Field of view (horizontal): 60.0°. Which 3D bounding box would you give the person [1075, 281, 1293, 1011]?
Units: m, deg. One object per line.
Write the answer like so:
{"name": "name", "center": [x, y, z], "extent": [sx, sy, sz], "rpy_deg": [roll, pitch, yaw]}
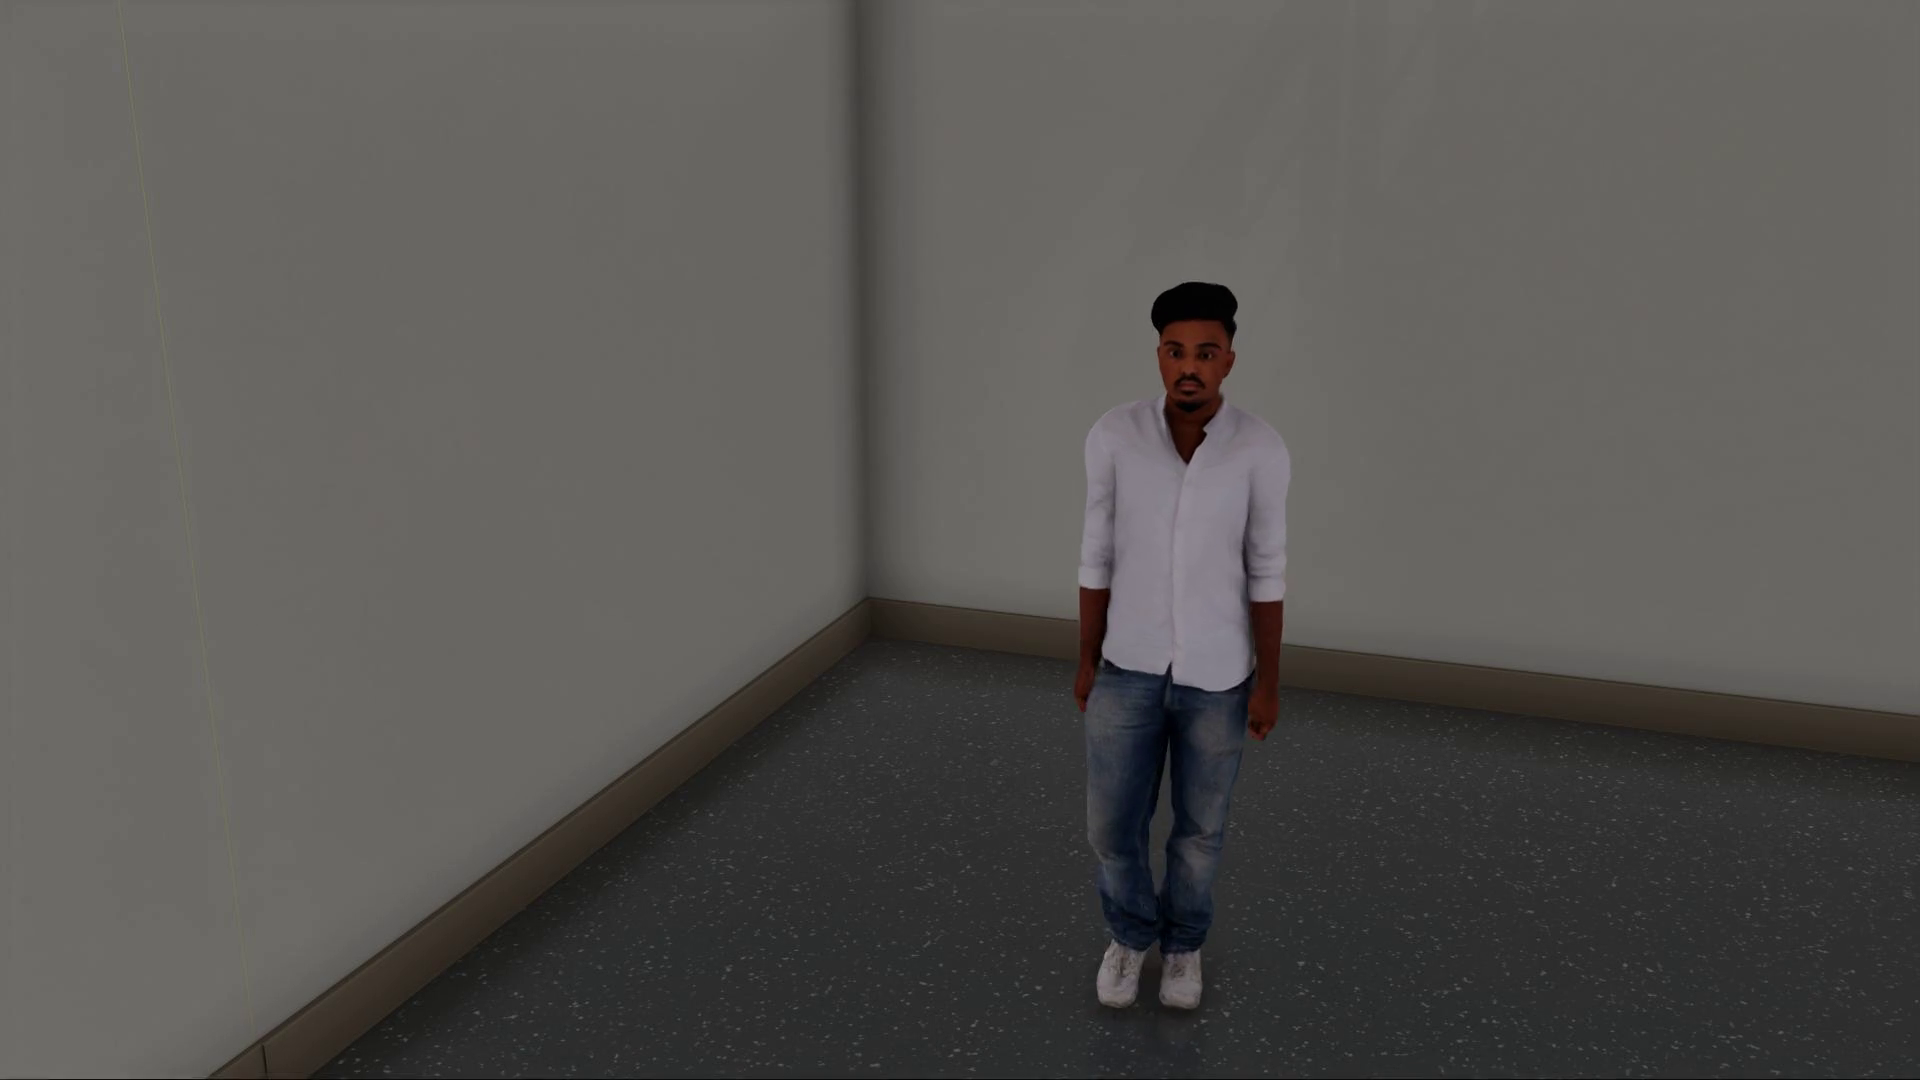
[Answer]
{"name": "person", "center": [0.539, 0.253, 4.082], "extent": [0.697, 1.807, 0.662], "rpy_deg": [3, 16, 10]}
